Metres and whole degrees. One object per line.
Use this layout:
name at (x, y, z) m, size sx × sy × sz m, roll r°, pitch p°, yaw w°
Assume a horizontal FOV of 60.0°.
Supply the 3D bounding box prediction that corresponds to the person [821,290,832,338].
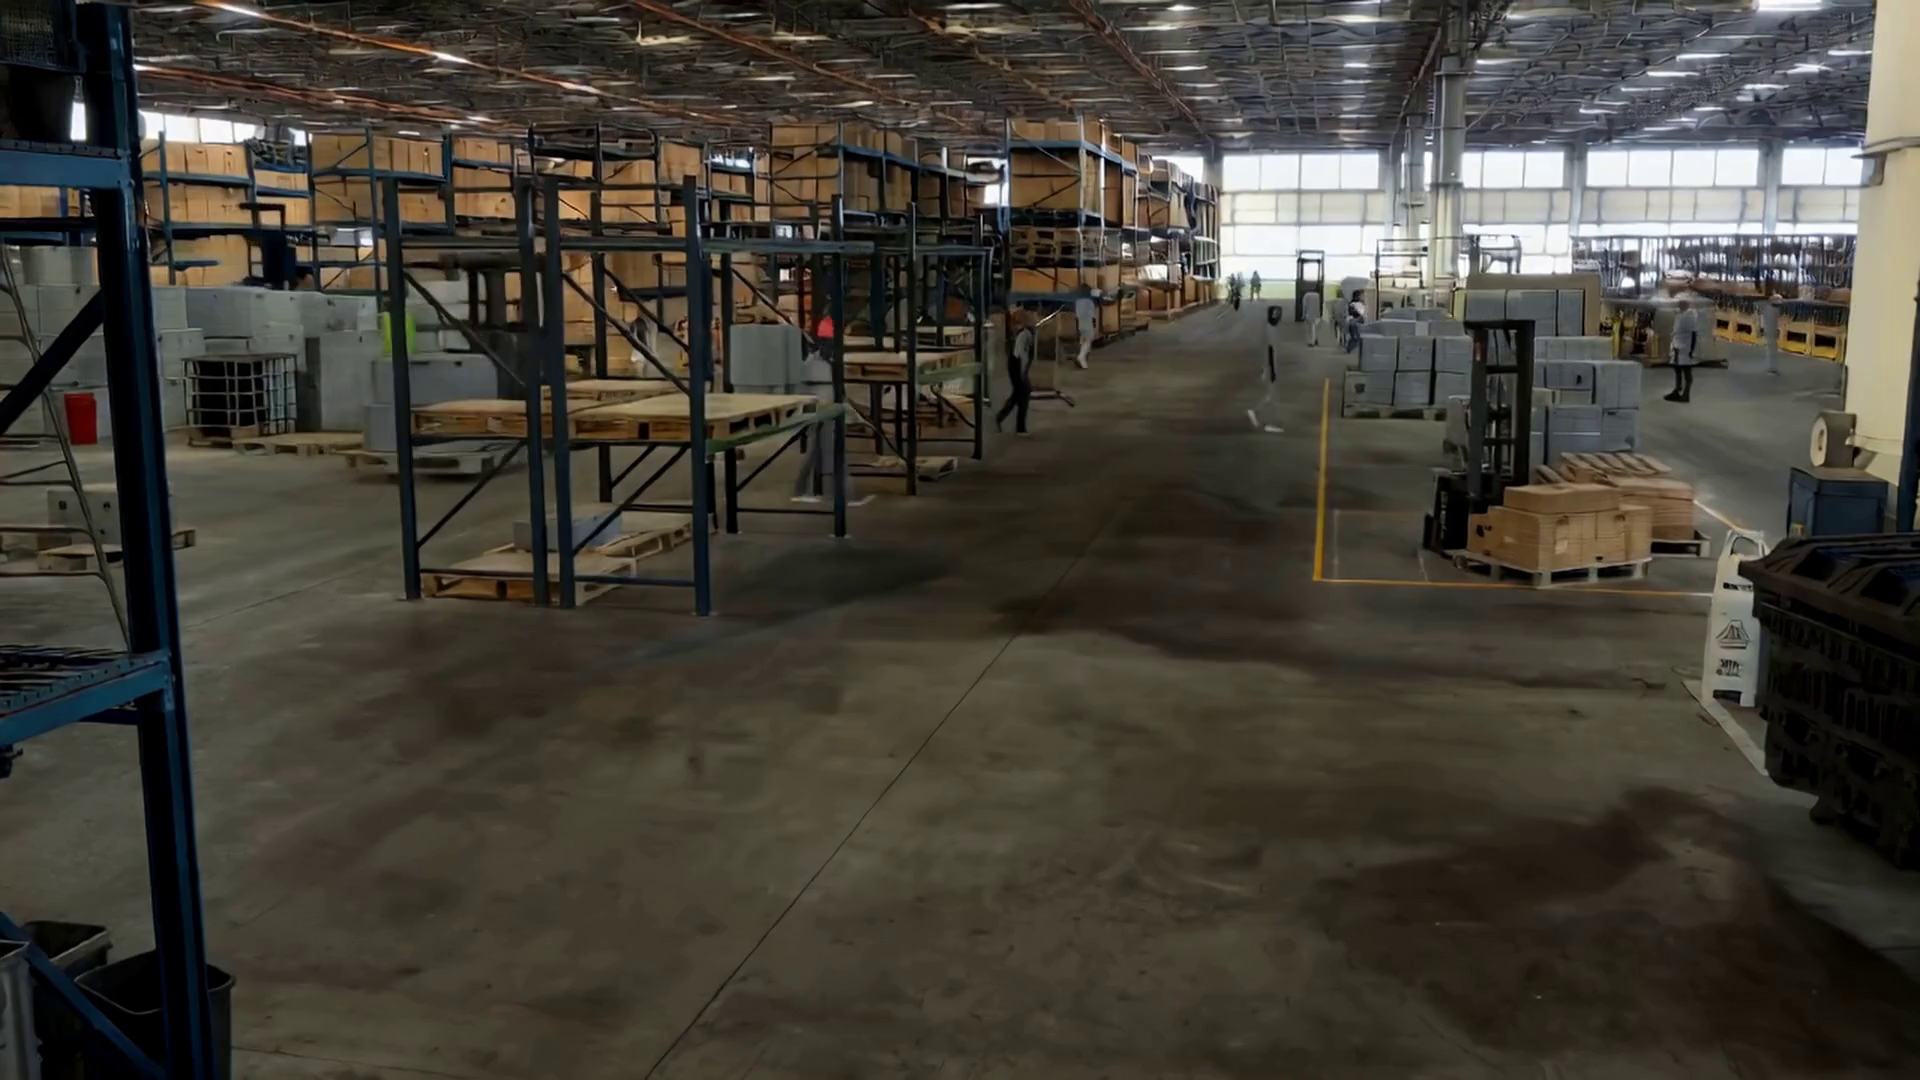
person at (-2.674, -4.040, 33.161) m, size 0.431 × 1.859 × 0.505 m, roll 0°, pitch 10°, yaw -3°

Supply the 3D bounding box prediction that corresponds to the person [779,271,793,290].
person at (-6.598, -9.205, 63.193) m, size 0.608 × 2.043 × 0.374 m, roll -8°, pitch 12°, yaw -39°

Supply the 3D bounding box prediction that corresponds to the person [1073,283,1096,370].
person at (2.785, -4.736, 36.981) m, size 0.416 × 1.953 × 0.638 m, roll -9°, pitch 13°, yaw -41°

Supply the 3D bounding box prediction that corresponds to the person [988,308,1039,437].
person at (0.769, -2.313, 23.130) m, size 0.669 × 1.810 × 0.581 m, roll -1°, pitch 10°, yaw -8°

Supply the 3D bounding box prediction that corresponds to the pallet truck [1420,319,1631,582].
pallet truck at (4.543, -0.757, 13.299) m, size 0.823 × 1.965 × 1.885 m, roll -4°, pitch 10°, yaw -22°

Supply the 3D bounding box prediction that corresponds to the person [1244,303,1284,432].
person at (4.399, -2.462, 23.821) m, size 0.477 × 1.854 × 0.553 m, roll 1°, pitch 10°, yaw 7°

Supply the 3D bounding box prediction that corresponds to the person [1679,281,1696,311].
person at (23.704, -7.553, 54.253) m, size 0.536 × 1.753 × 0.478 m, roll 3°, pitch 10°, yaw 17°

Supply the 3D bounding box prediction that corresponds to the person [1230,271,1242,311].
person at (13.323, -12.009, 80.240) m, size 0.556 × 1.902 × 0.934 m, roll 2°, pitch 10°, yaw 13°

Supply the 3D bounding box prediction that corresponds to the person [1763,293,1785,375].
person at (17.469, -4.414, 35.667) m, size 0.547 × 1.757 × 0.363 m, roll -7°, pitch 12°, yaw -36°

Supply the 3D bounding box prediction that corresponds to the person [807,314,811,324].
person at (-5.354, -8.923, 62.002) m, size 0.605 × 1.885 × 0.674 m, roll 3°, pitch 10°, yaw 15°

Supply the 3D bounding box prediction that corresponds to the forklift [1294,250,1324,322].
forklift at (13.778, -10.002, 65.433) m, size 1.129 × 2.768 × 1.873 m, roll 2°, pitch 10°, yaw 12°

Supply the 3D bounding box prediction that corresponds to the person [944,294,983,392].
person at (0.159, -3.351, 28.992) m, size 0.821 × 1.887 × 0.602 m, roll 1°, pitch 10°, yaw 7°

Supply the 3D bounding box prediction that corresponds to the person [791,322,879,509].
person at (-1.296, -1.247, 16.632) m, size 0.992 × 1.857 × 0.576 m, roll 2°, pitch 10°, yaw 14°

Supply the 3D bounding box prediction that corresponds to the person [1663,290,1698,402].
person at (12.550, -3.370, 28.949) m, size 0.375 × 1.935 × 0.550 m, roll -3°, pitch 10°, yaw -15°

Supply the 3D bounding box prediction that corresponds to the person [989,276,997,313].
person at (1.590, -11.492, 77.044) m, size 0.372 × 1.940 × 0.631 m, roll -6°, pitch 11°, yaw -30°

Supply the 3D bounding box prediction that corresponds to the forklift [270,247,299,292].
forklift at (-20.238, -7.402, 50.037) m, size 1.873 × 2.768 × 1.129 m, roll 2°, pitch 10°, yaw 12°

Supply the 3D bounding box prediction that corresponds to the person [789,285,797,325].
person at (-5.341, -7.369, 53.531) m, size 0.278 × 1.633 × 0.507 m, roll -9°, pitch 13°, yaw -43°

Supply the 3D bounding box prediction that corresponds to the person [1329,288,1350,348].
person at (10.618, -6.194, 46.412) m, size 0.595 × 1.665 × 0.551 m, roll 2°, pitch 10°, yaw 9°

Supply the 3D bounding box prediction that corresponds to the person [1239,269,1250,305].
person at (15.302, -13.610, 89.626) m, size 0.638 × 1.923 × 0.435 m, roll -2°, pitch 10°, yaw -9°

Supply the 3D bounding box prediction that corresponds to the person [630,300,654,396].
person at (-4.697, -2.605, 24.586) m, size 0.355 × 1.883 × 0.574 m, roll -4°, pitch 10°, yaw -22°

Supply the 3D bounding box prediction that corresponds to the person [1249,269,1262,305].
person at (15.930, -13.654, 89.836) m, size 0.603 × 1.944 × 0.920 m, roll -2°, pitch 10°, yaw -11°

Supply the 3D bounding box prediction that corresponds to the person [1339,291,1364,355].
person at (10.201, -5.612, 43.066) m, size 0.541 × 1.653 × 0.847 m, roll -4°, pitch 10°, yaw -21°

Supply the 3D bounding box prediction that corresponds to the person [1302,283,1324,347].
person at (9.984, -6.373, 47.115) m, size 0.604 × 1.797 × 0.787 m, roll 0°, pitch 10°, yaw 1°

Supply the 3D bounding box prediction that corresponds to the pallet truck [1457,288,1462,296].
pallet truck at (20.506, -9.785, 68.819) m, size 0.653 × 1.274 × 1.630 m, roll 2°, pitch 10°, yaw 12°

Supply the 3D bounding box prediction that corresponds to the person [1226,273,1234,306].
person at (14.409, -13.326, 88.415) m, size 0.534 × 1.767 × 0.317 m, roll 2°, pitch 10°, yaw 14°

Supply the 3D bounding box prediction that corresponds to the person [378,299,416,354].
person at (-8.671, -2.741, 25.385) m, size 0.988 × 1.882 × 0.646 m, roll 4°, pitch 10°, yaw 24°

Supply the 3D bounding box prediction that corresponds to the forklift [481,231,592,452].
forklift at (-5.545, -2.535, 21.217) m, size 1.129 × 2.768 × 1.873 m, roll 2°, pitch 10°, yaw 12°
